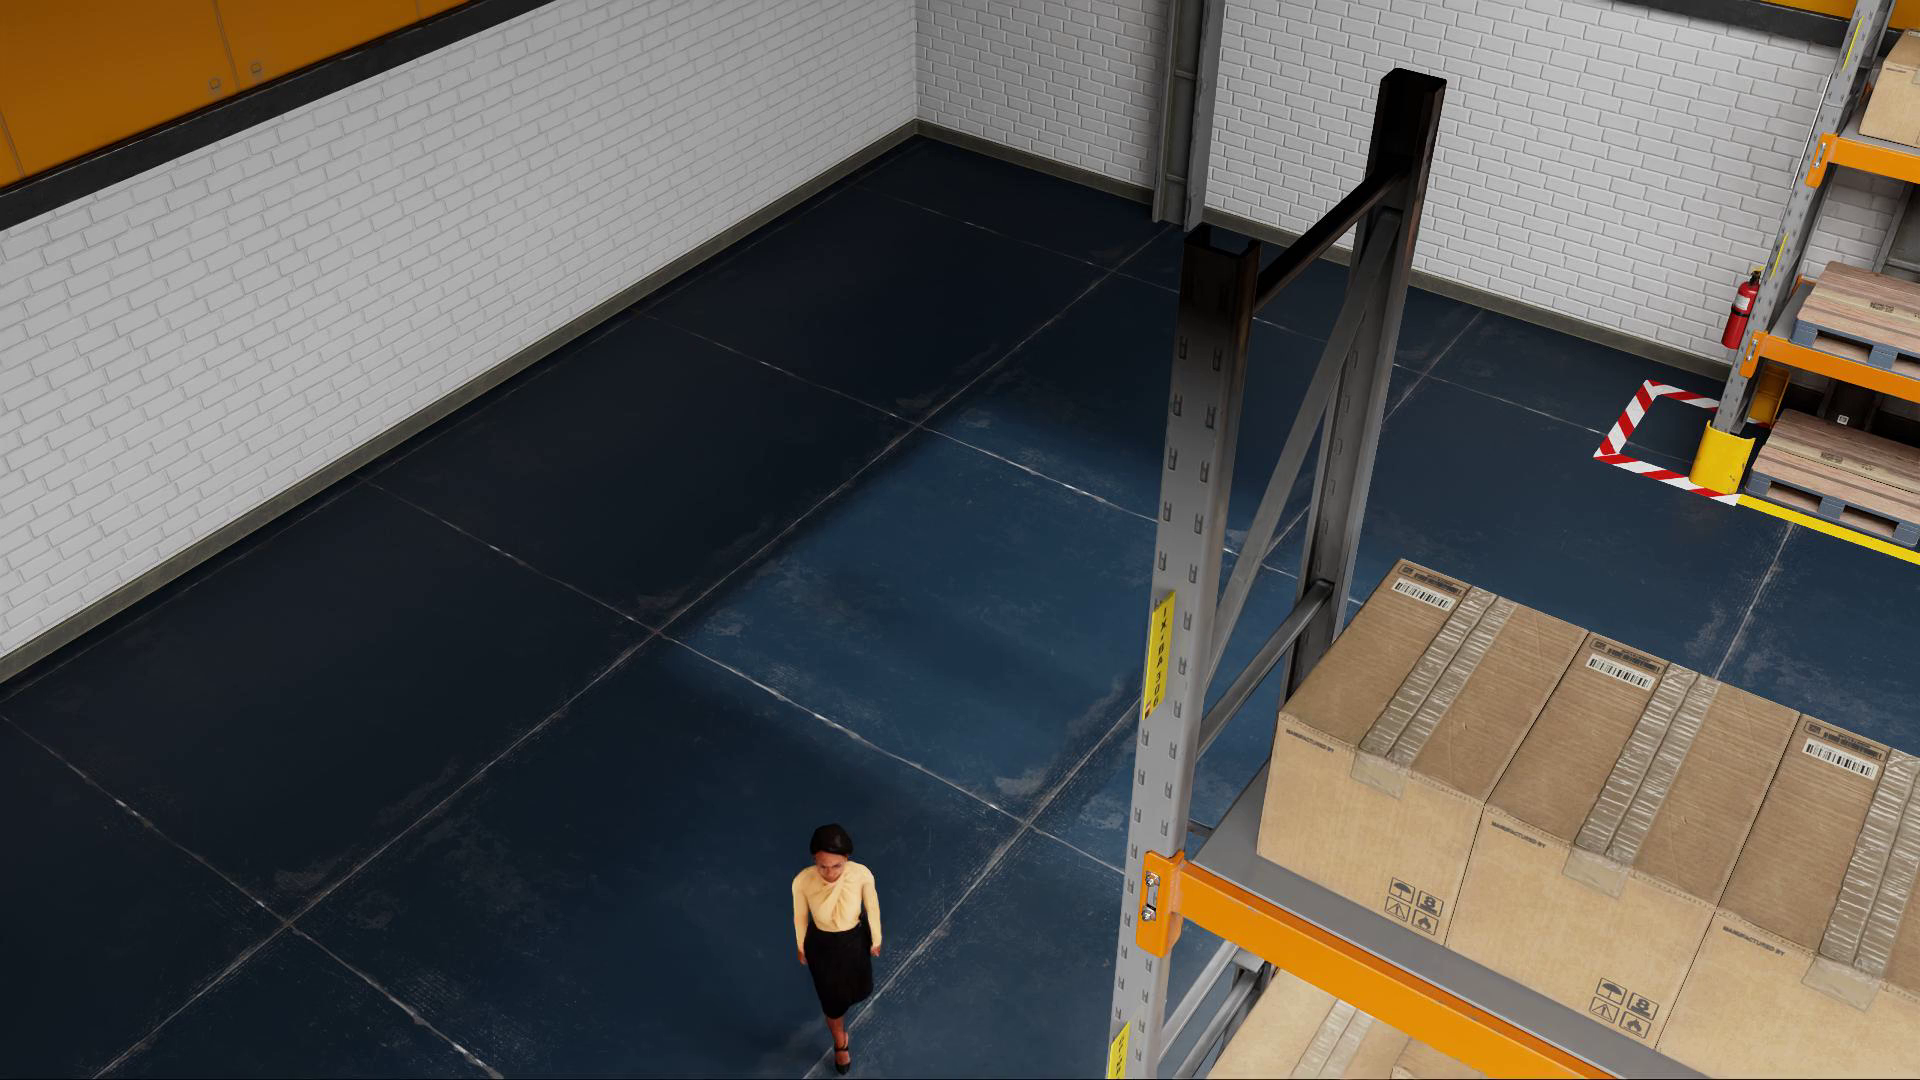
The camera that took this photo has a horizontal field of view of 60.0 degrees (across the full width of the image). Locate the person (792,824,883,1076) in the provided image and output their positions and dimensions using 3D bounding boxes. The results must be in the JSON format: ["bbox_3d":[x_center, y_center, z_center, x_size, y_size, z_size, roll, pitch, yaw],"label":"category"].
[{"bbox_3d":[-0.601,1.955,8.273,0.914,1.639,0.952,-3,39,-4],"label":"person"}]
